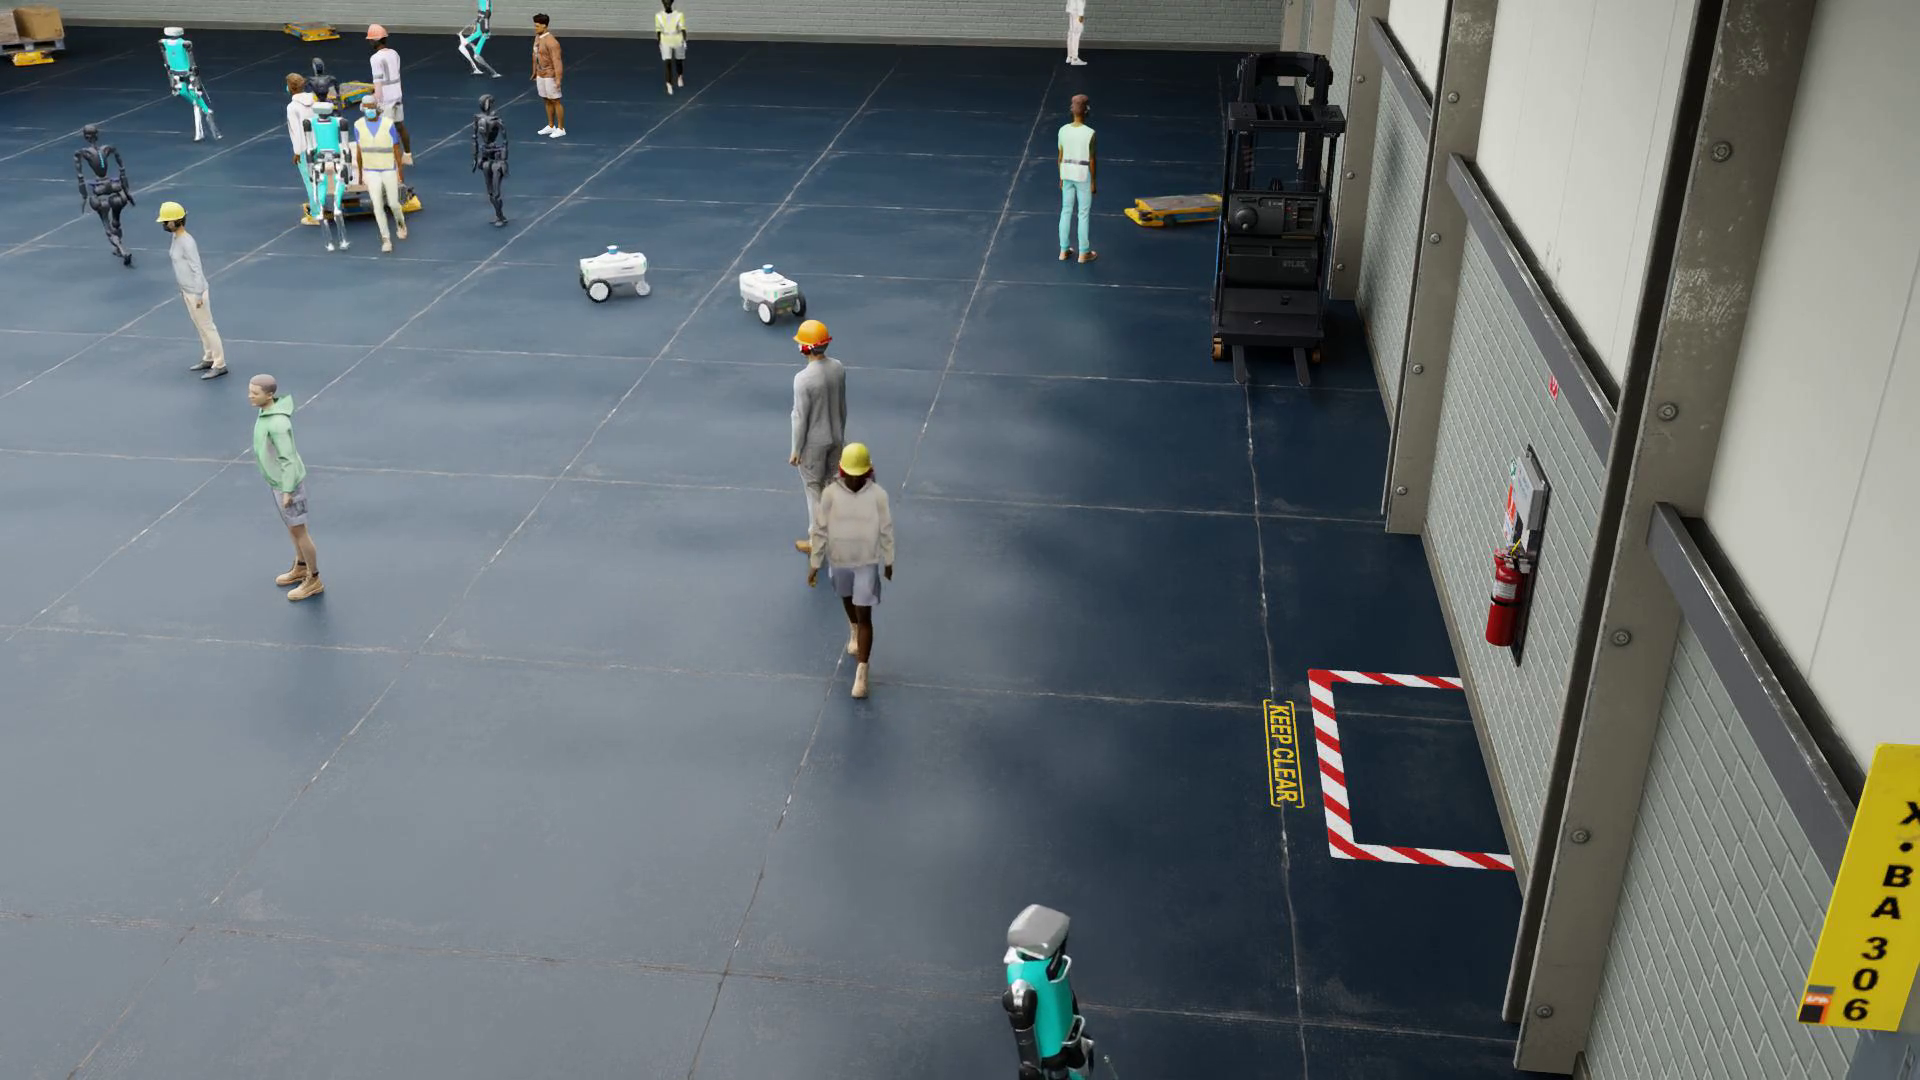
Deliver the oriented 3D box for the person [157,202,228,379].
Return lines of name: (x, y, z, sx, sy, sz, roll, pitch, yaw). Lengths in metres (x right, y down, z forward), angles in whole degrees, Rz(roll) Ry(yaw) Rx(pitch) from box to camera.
person: (-7.574, -2.457, 16.371, 0.327, 1.767, 0.528, -19, 32, -33)

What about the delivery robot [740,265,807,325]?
delivery robot: (-2.078, -2.714, 18.228, 0.519, 0.587, 0.739, -22, 34, -37)

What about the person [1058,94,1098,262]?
person: (1.397, -4.298, 19.813, 0.491, 1.978, 0.390, 15, 30, 27)

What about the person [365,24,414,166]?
person: (-8.200, -6.333, 23.822, 0.398, 2.035, 0.598, 5, 27, 10)

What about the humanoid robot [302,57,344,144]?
humanoid robot: (-9.025, -6.019, 23.589, 0.589, 1.636, 0.537, -18, 32, -32)

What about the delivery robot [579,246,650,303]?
delivery robot: (-3.932, -3.032, 18.869, 0.791, 0.592, 0.499, -10, 28, -20)

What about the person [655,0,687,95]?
person: (-4.981, -8.617, 28.795, 0.533, 1.656, 0.862, -3, 27, -6)

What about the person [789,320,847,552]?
person: (-1.097, -0.800, 12.935, 0.381, 1.890, 0.563, 20, 33, 34)

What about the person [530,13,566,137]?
person: (-6.362, -7.198, 25.736, 0.392, 1.855, 0.794, -24, 35, -39)

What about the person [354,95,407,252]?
person: (-7.088, -4.506, 20.347, 0.554, 1.874, 0.572, -5, 27, -10)

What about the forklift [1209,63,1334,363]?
forklift: (3.241, -3.477, 17.183, 1.129, 2.768, 1.873, 3, 27, 6)

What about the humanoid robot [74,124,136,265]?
humanoid robot: (-10.156, -4.118, 19.839, 0.718, 1.642, 0.616, 22, 34, 37)

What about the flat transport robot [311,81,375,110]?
flat transport robot: (-10.434, -7.516, 28.142, 0.659, 0.231, 1.431, 9, 28, 17)

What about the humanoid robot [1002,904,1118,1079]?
humanoid robot: (0.552, 2.308, 6.887, 0.924, 1.734, 0.544, 9, 28, 17)

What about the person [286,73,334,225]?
person: (-8.354, -5.009, 21.301, 0.378, 1.916, 0.495, 8, 28, 16)

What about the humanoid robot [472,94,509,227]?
humanoid robot: (-5.995, -4.856, 21.252, 0.601, 1.649, 0.353, 13, 29, 24)

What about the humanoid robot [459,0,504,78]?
humanoid robot: (-8.695, -9.152, 29.780, 0.823, 1.766, 0.554, -14, 30, -25)

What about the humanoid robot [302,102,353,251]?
humanoid robot: (-7.649, -4.373, 20.205, 0.560, 1.742, 0.845, -6, 27, -12)

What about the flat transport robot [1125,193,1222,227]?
flat transport robot: (2.937, -4.310, 21.742, 1.431, 0.231, 0.659, -6, 27, -13)

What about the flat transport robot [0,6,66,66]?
flat transport robot: (-17.649, -9.221, 31.547, 0.659, 0.231, 1.431, -16, 31, -29)

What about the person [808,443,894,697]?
person: (-0.729, 0.130, 11.262, 0.550, 1.723, 0.900, 2, 27, 4)

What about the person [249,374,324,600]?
person: (-4.996, -0.408, 12.306, 0.337, 1.743, 0.480, -17, 31, -30)

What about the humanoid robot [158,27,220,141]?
humanoid robot: (-11.685, -6.899, 25.398, 0.544, 1.898, 0.761, 5, 27, 10)

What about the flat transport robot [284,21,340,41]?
flat transport robot: (-13.170, -10.332, 33.764, 0.659, 0.231, 1.431, -19, 32, -33)

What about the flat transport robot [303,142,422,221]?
flat transport robot: (-7.928, -4.460, 22.042, 1.431, 0.231, 0.659, -12, 29, -22)

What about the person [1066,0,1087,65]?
person: (2.157, -9.816, 30.942, 0.384, 1.874, 0.510, -7, 27, -13)
